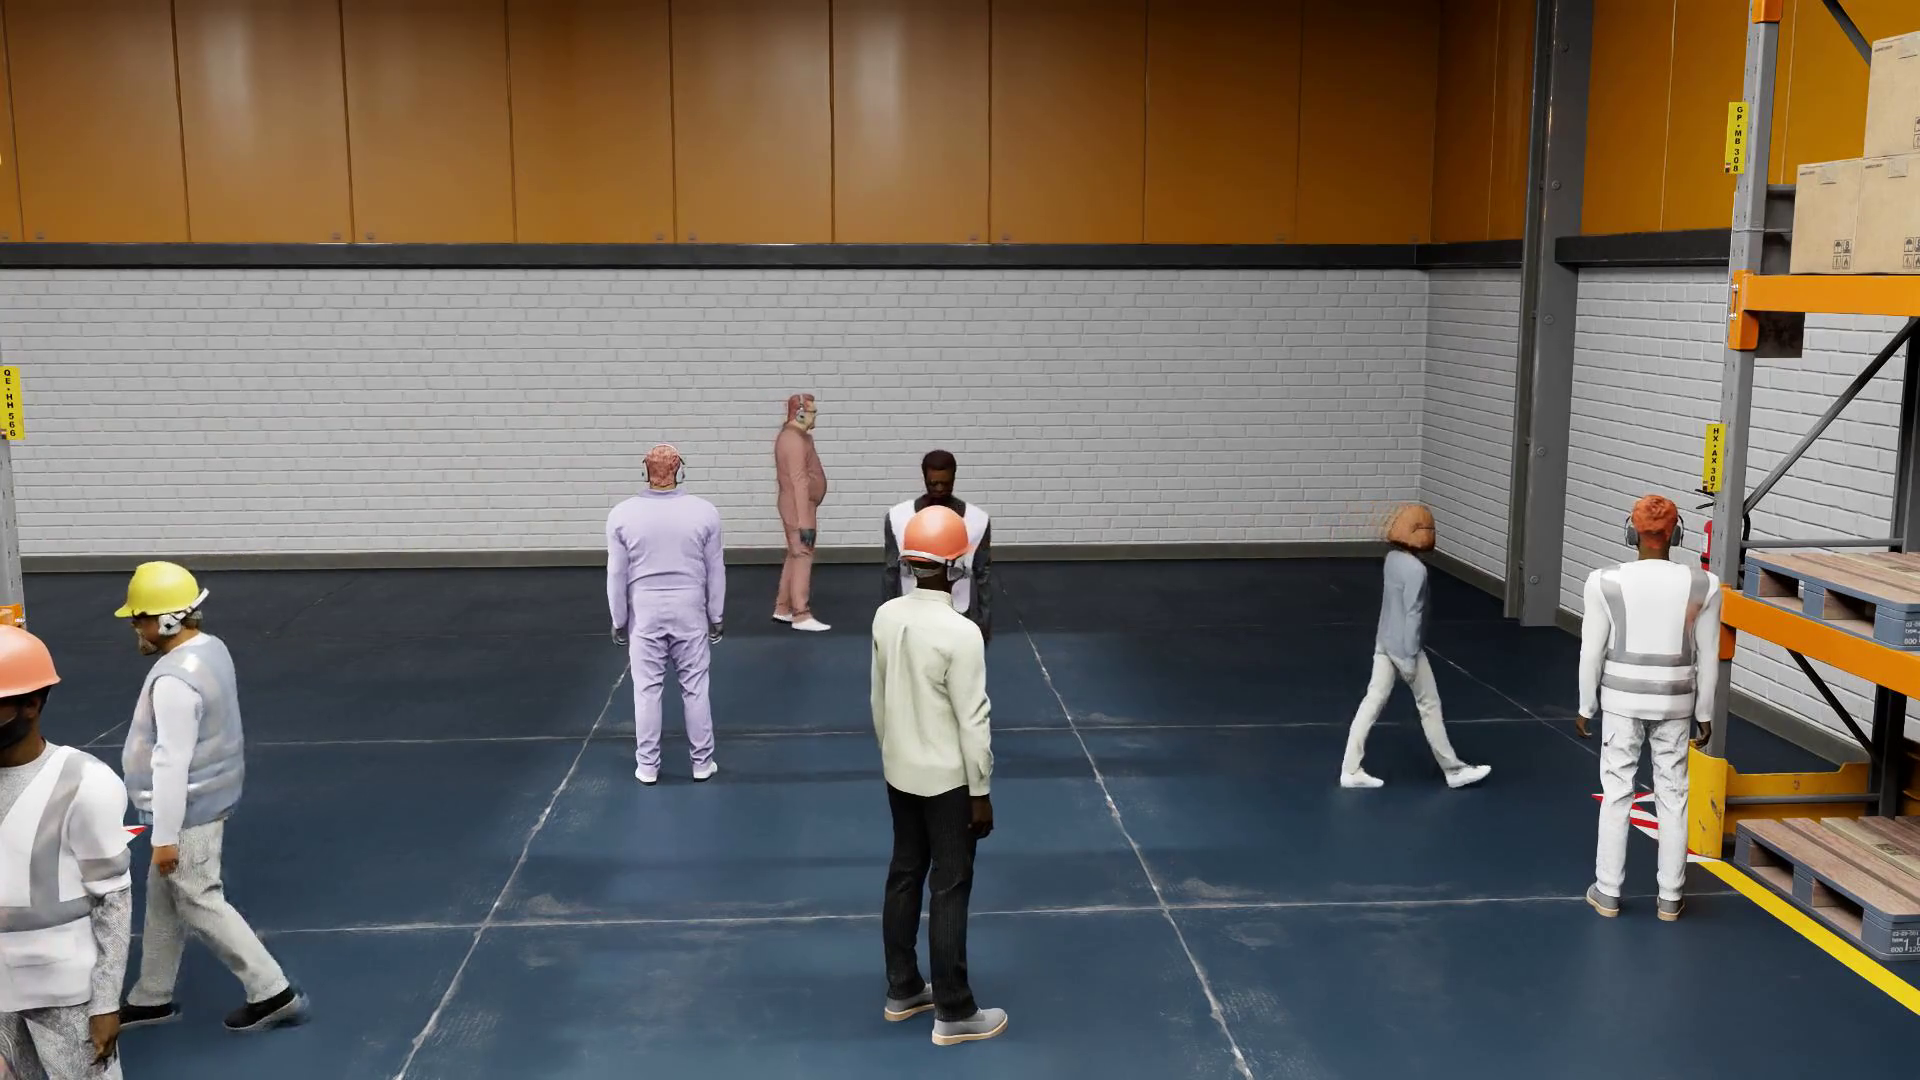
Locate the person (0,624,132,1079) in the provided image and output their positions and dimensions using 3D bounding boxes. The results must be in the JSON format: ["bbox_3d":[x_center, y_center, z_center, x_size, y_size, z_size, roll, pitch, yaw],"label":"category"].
[{"bbox_3d":[-2.467,1.172,4.418,0.542,1.939,0.365,2,9,13],"label":"person"}]

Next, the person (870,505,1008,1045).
[{"bbox_3d":[-0.088,0.863,6.173,0.373,1.997,0.618,-7,12,-39],"label":"person"}]

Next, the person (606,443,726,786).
[{"bbox_3d":[-1.631,0.414,9.279,0.645,1.907,0.400,-1,9,-9],"label":"person"}]

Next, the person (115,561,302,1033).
[{"bbox_3d":[-2.860,0.965,6.150,0.762,1.806,0.608,-2,9,-13],"label":"person"}]

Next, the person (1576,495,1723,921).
[{"bbox_3d":[3.014,0.737,7.312,0.573,1.887,0.355,2,9,15],"label":"person"}]

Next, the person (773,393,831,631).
[{"bbox_3d":[-1.264,-0.225,13.314,0.402,1.910,0.661,-2,9,-11],"label":"person"}]

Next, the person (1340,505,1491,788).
[{"bbox_3d":[2.493,0.593,9.126,0.842,1.579,0.519,-1,9,-7],"label":"person"}]

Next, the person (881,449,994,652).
[{"bbox_3d":[-0.130,0.423,9.271,0.650,1.892,0.493,0,9,1],"label":"person"}]
